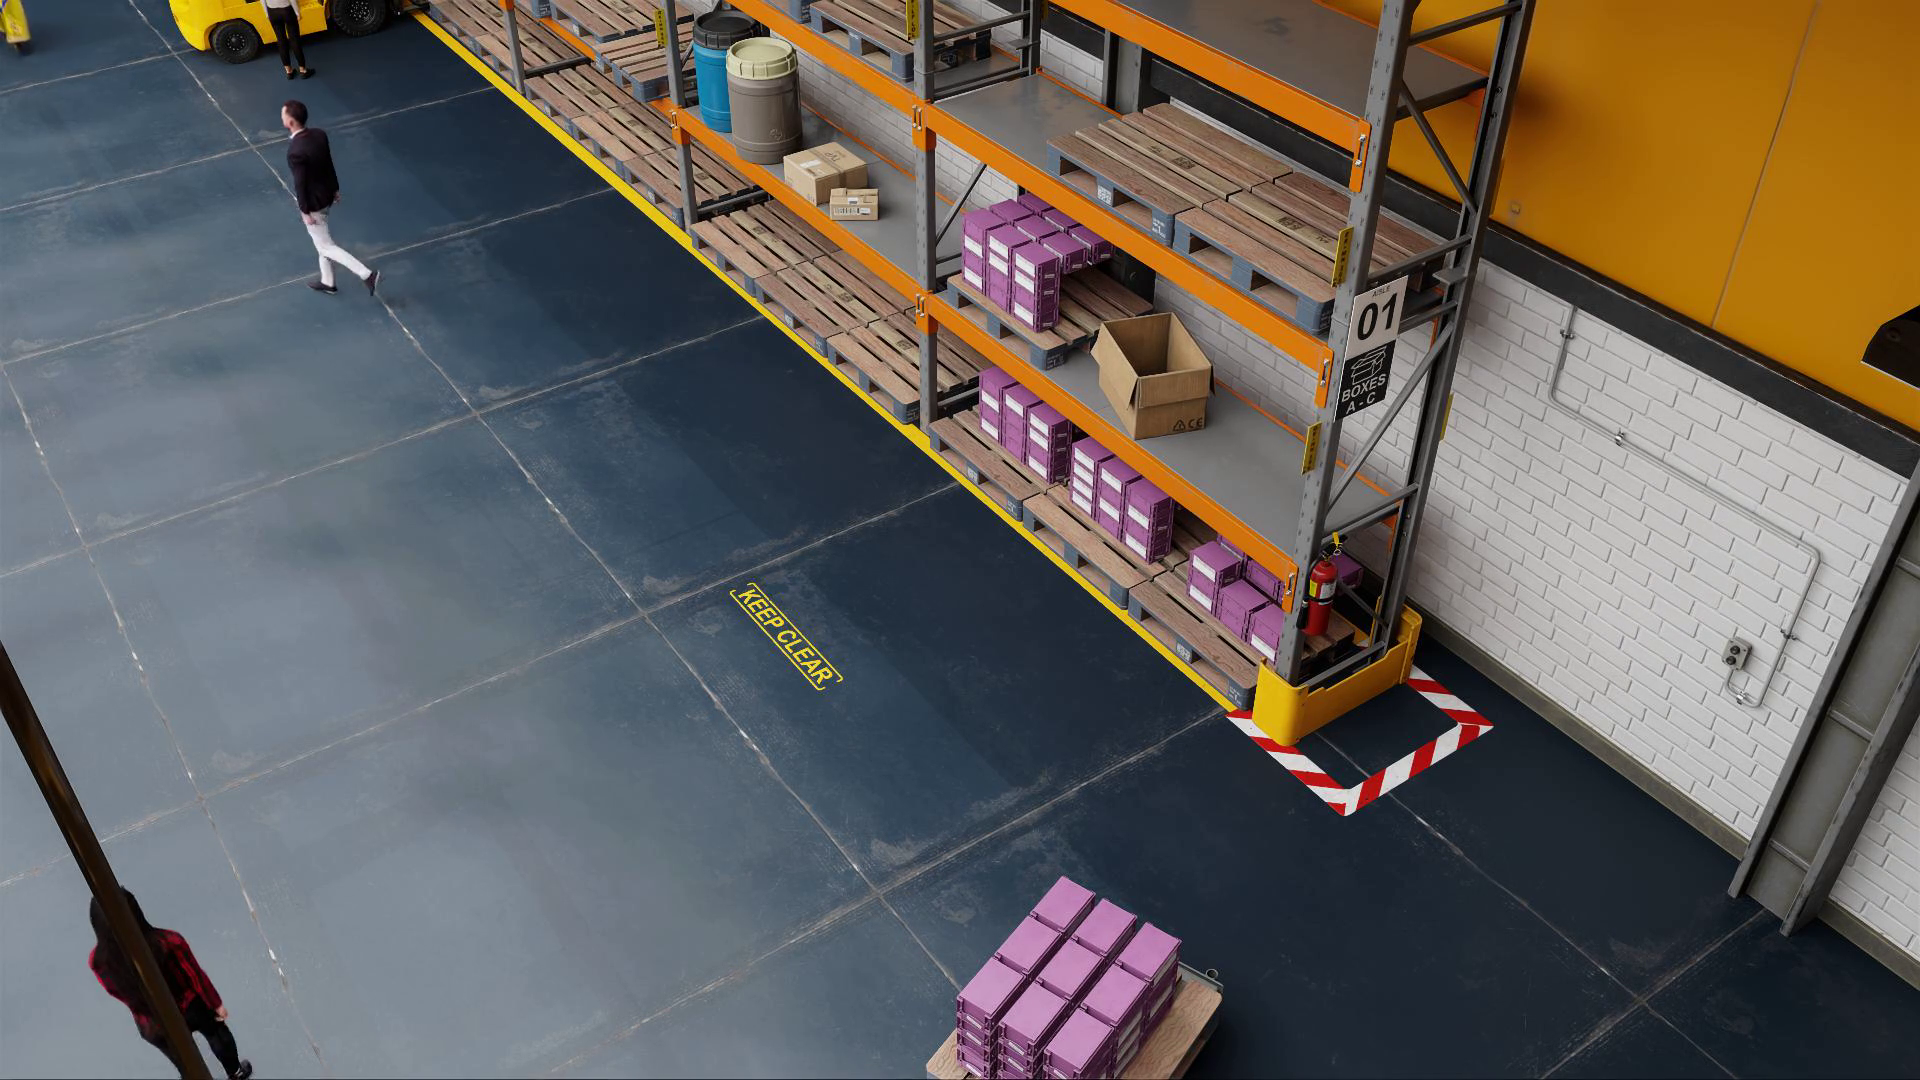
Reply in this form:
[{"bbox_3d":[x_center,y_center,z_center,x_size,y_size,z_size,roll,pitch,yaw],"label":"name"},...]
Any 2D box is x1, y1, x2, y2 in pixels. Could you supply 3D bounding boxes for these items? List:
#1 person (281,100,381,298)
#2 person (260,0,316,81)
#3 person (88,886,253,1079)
[{"bbox_3d":[-5.464,-2.894,14.338,1.155,1.820,1.060,9,40,12],"label":"person"},{"bbox_3d":[-7.436,-5.781,18.223,0.617,1.485,0.649,0,39,0],"label":"person"},{"bbox_3d":[-3.766,2.341,7.939,0.755,1.626,0.791,-8,39,-10],"label":"person"}]
